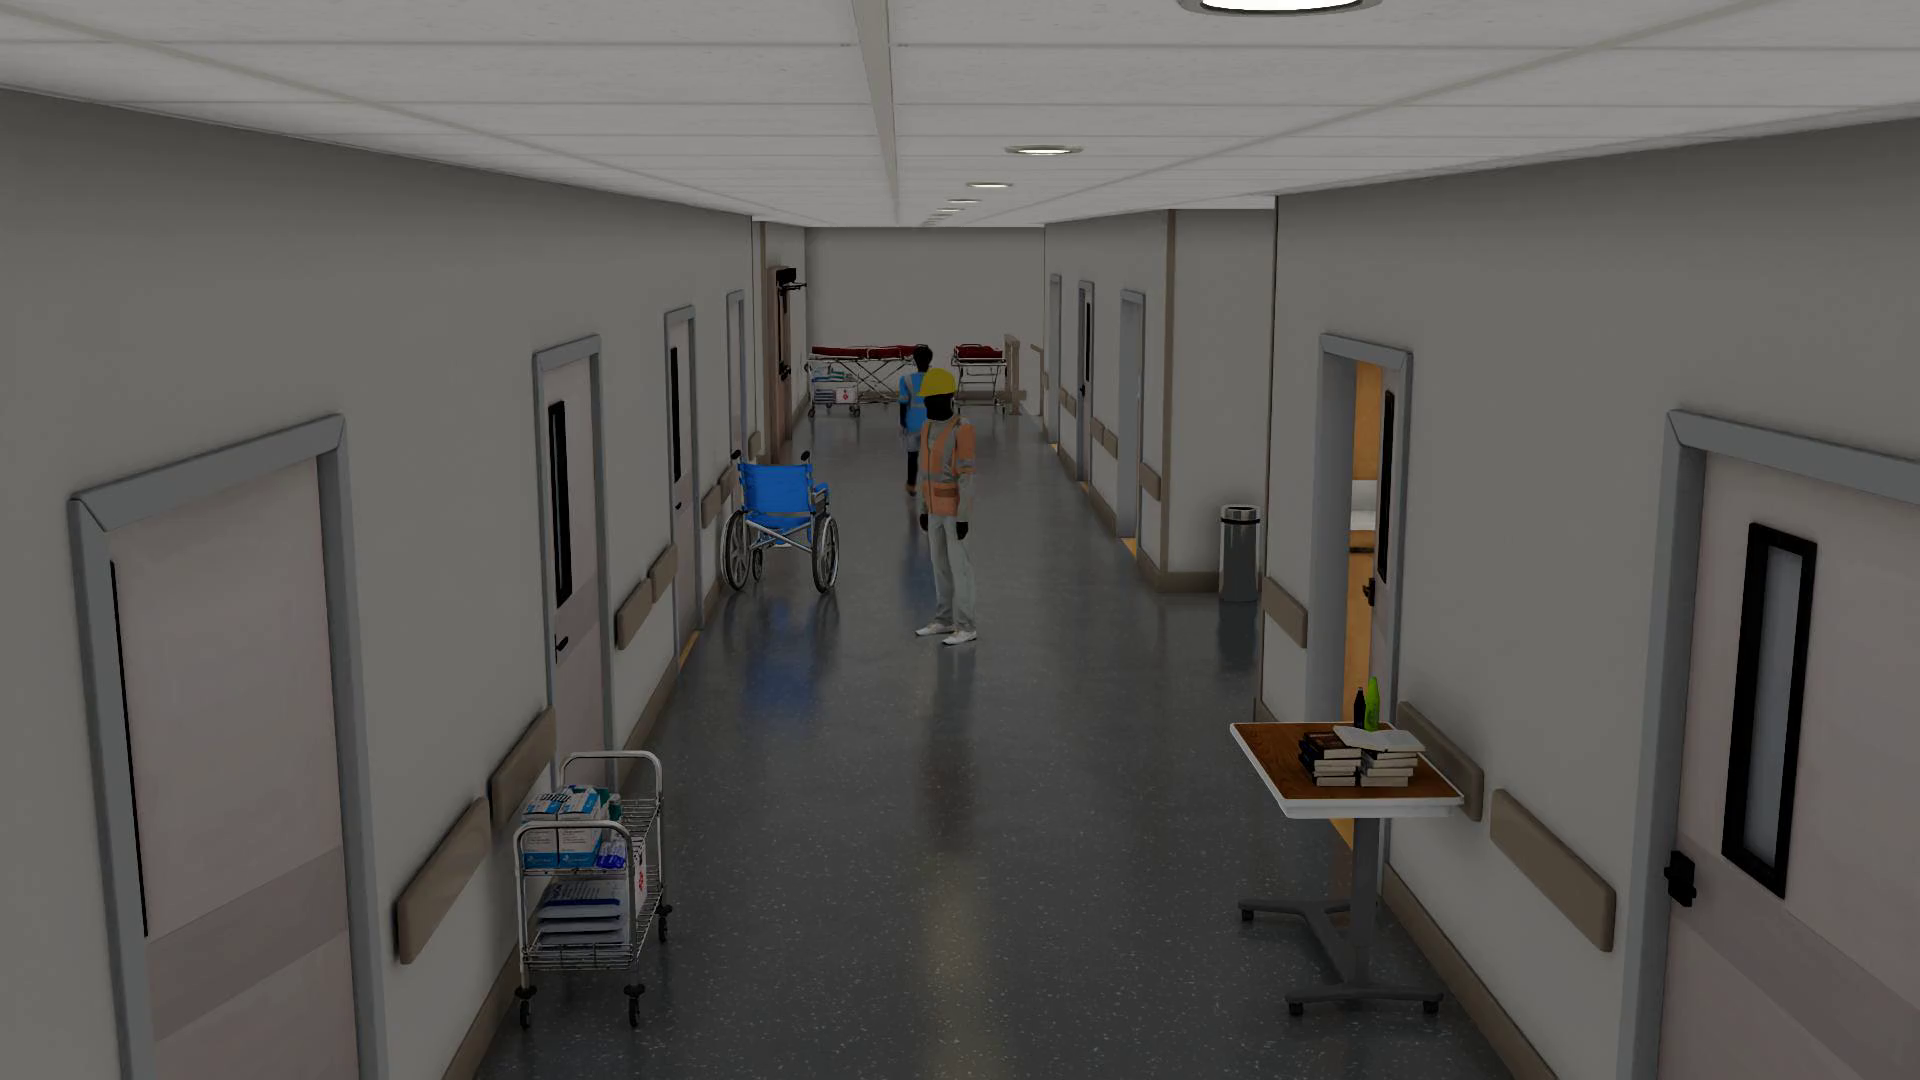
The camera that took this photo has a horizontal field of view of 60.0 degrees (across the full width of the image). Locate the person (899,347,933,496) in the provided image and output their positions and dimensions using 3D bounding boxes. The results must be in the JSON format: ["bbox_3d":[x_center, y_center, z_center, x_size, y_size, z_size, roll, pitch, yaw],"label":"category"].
[{"bbox_3d":[-0.397,-1.239,17.815,0.552,1.646,0.868,-1,10,-8],"label":"person"}]

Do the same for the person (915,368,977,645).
[{"bbox_3d":[-0.113,-0.234,11.521,0.408,1.917,0.584,-7,12,-34],"label":"person"}]
